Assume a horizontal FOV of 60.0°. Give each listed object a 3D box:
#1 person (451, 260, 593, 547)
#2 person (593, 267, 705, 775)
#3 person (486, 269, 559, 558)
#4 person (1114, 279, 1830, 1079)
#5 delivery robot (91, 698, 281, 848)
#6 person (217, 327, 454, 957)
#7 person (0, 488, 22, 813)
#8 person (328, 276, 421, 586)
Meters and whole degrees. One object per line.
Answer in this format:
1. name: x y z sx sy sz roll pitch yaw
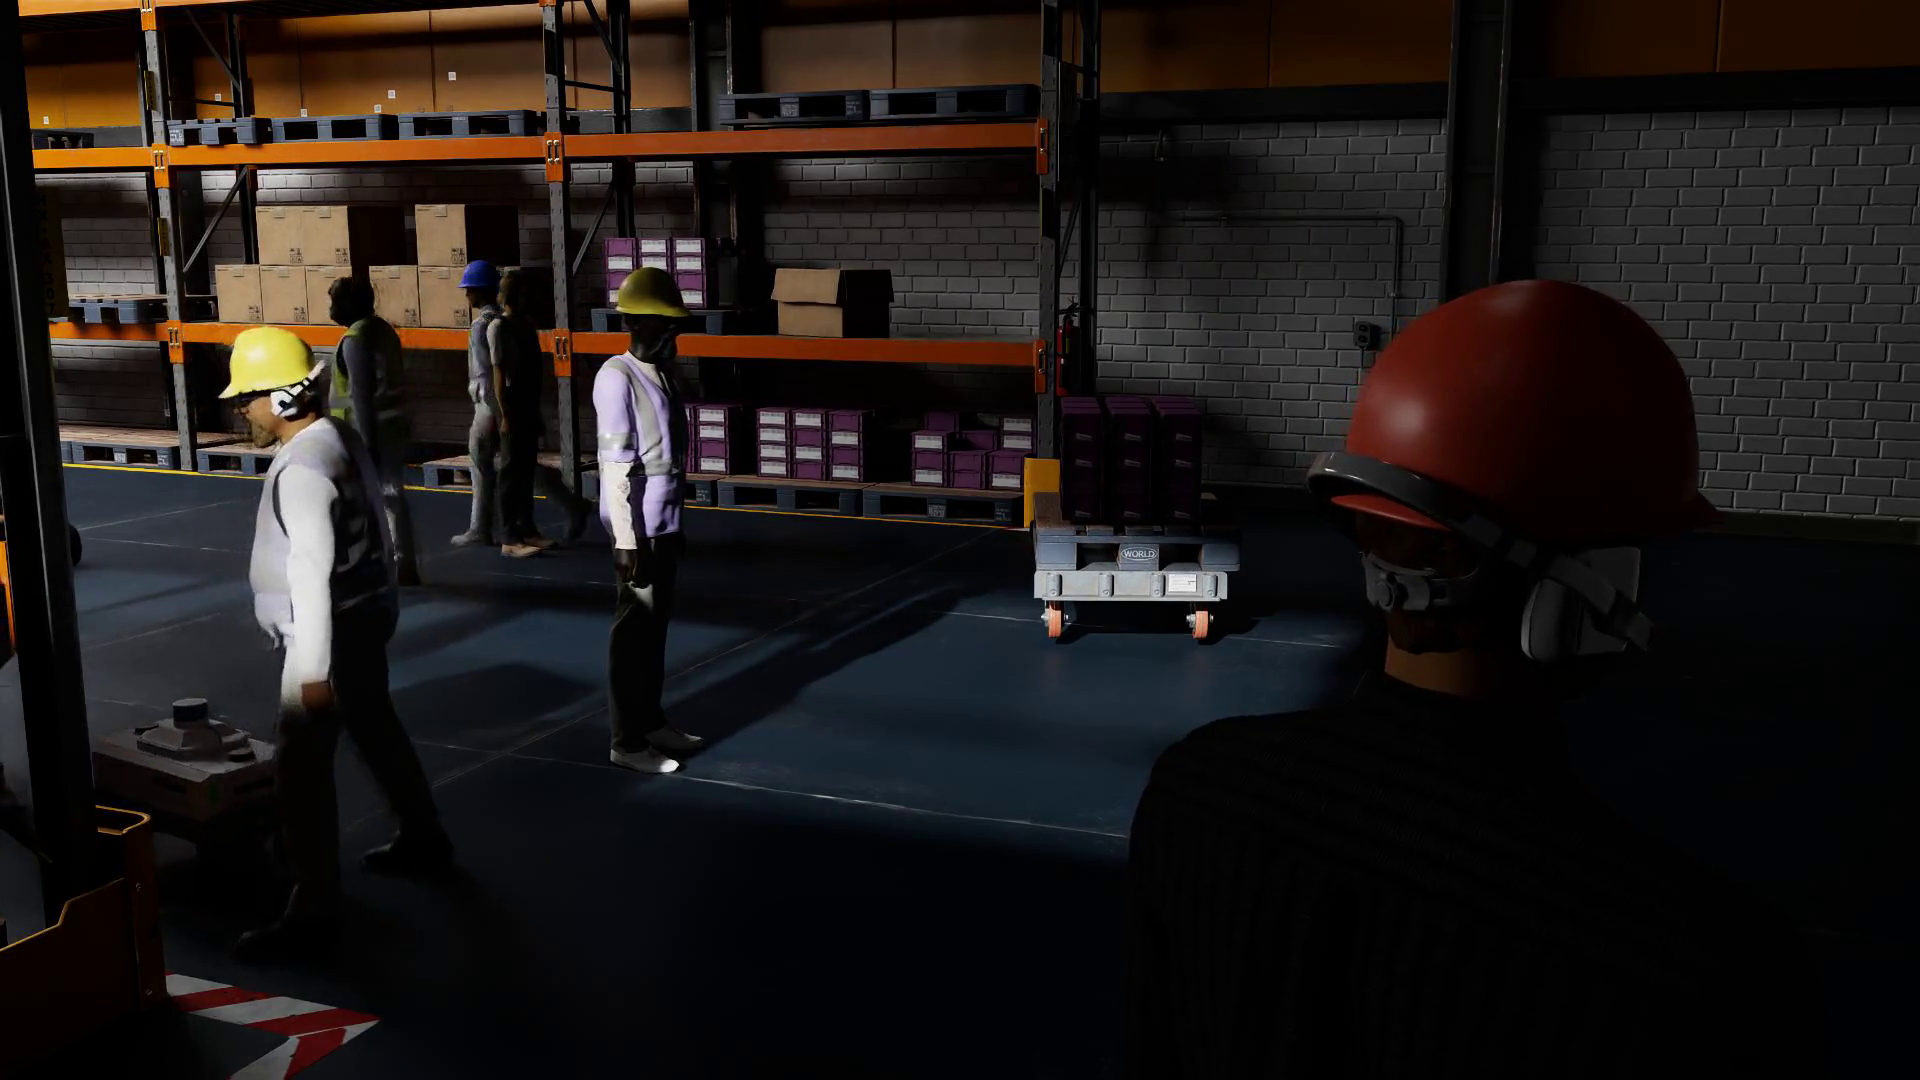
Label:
1. person: -2.946 -0.888 10.996 0.870 1.915 0.626 1 10 8
2. person: -1.184 -0.077 6.407 0.381 1.924 0.593 2 10 10
3. person: -2.834 -0.812 10.734 0.345 1.845 0.508 2 10 9
4. person: 0.388 0.794 1.363 0.396 1.992 0.623 -8 13 -36
5. delivery robot: -2.457 0.752 5.348 0.707 0.478 0.477 7 12 33
6. person: -1.873 0.266 4.940 0.515 1.781 0.753 -2 10 -8
7. person: -3.695 0.008 6.060 0.839 1.882 0.640 6 12 30
8. person: -3.480 -0.605 9.638 0.608 1.826 0.626 1 10 3
